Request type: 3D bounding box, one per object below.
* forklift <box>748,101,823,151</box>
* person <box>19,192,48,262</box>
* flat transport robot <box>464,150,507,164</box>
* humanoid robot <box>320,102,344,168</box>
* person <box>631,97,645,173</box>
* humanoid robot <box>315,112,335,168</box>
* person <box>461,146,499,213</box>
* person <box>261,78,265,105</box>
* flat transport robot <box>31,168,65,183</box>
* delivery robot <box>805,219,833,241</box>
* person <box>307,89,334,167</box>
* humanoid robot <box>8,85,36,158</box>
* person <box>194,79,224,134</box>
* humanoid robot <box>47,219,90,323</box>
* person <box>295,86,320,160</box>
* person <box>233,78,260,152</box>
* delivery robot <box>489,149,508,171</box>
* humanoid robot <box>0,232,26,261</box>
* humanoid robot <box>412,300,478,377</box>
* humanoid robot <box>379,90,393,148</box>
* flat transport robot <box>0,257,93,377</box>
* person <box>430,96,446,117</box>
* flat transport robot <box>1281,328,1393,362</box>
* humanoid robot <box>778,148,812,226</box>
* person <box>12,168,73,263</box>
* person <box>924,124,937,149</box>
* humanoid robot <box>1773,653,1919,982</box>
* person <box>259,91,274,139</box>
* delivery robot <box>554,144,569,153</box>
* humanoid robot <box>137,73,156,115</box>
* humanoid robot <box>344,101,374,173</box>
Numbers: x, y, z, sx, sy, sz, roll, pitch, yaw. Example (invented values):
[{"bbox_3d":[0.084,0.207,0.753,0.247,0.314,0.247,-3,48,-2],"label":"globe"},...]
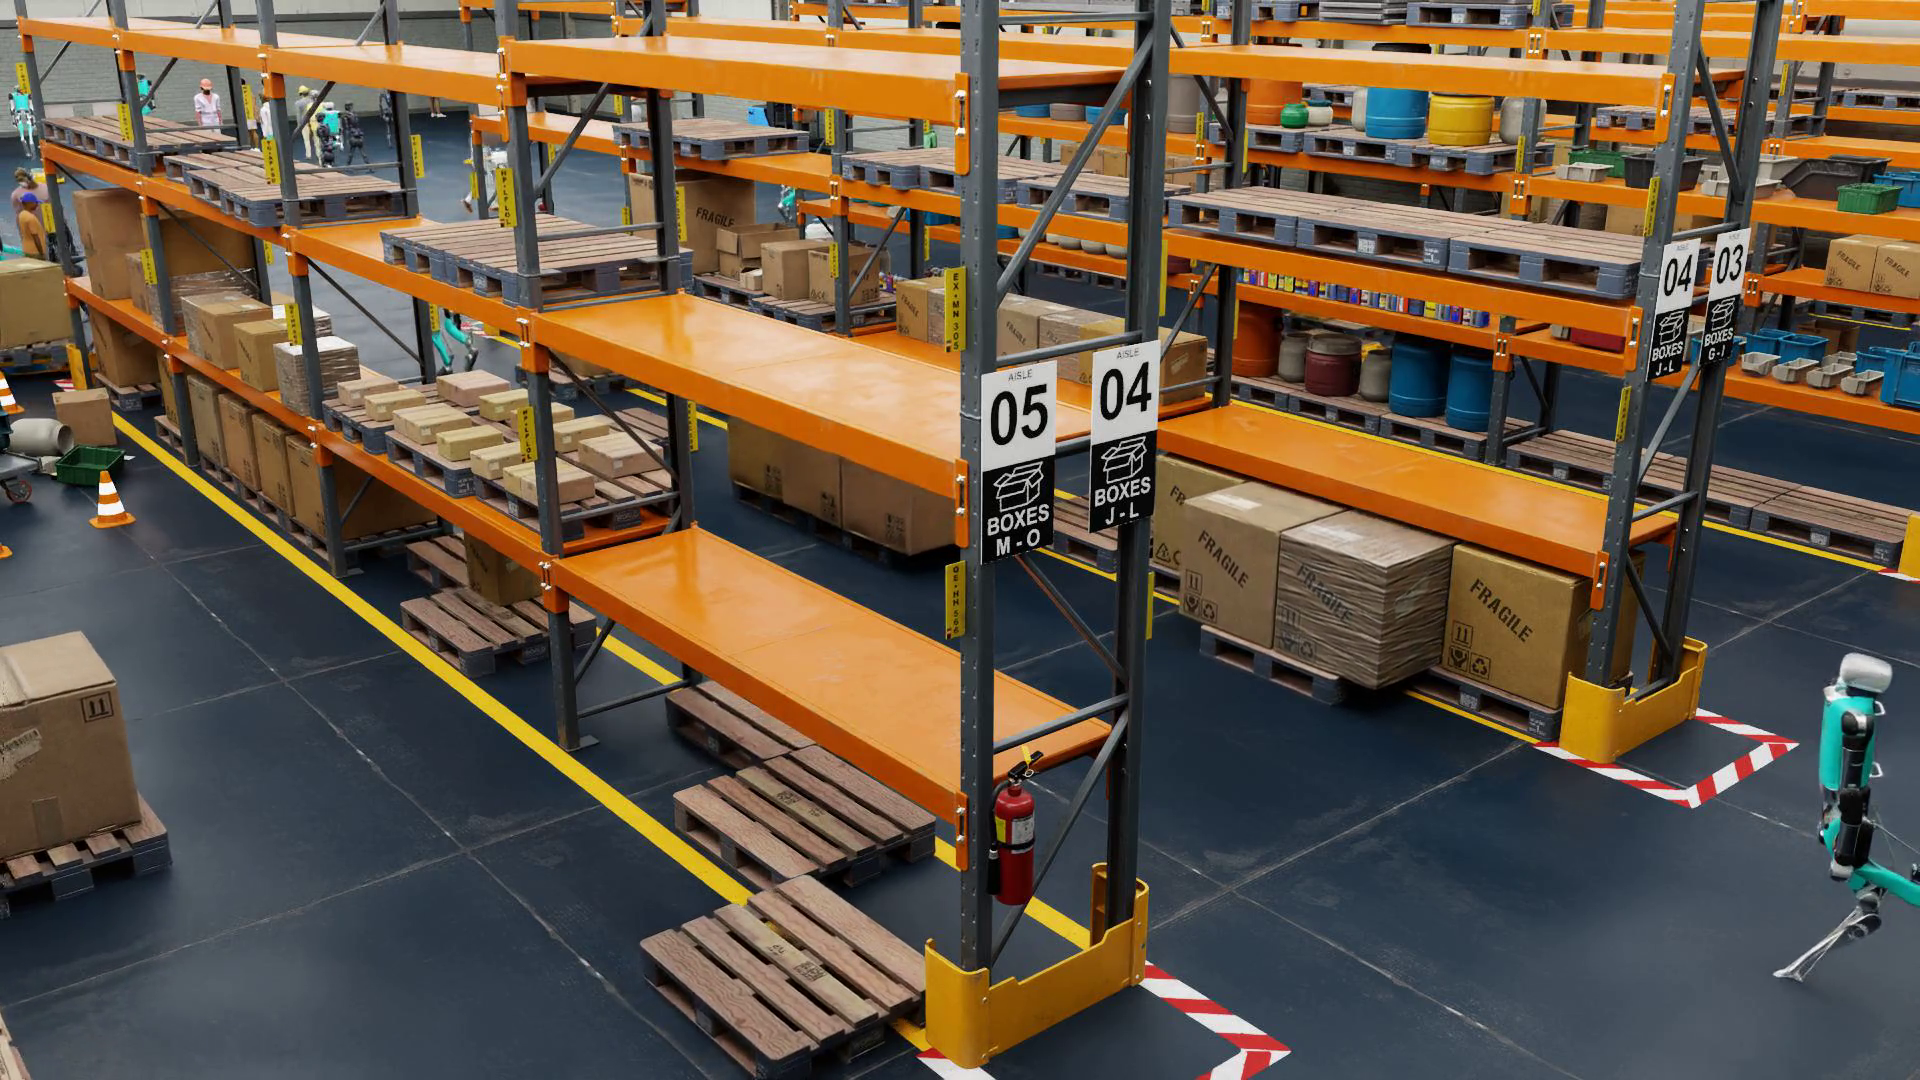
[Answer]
[{"bbox_3d":[-4.526,-11.368,42.374,1.129,2.768,1.873,-15,24,-37],"label":"forklift"},{"bbox_3d":[-12.741,-3.950,23.000,0.440,1.713,0.366,18,26,41],"label":"person"},{"bbox_3d":[-11.251,-9.260,40.290,0.659,0.231,1.431,11,22,28],"label":"flat transport robot"},{"bbox_3d":[-13.981,-8.771,36.755,1.004,1.778,0.530,18,26,41],"label":"humanoid robot"},{"bbox_3d":[-7.344,-9.132,37.477,0.375,1.894,0.579,6,20,16],"label":"person"},{"bbox_3d":[-13.526,-8.264,35.376,0.734,1.626,0.616,-2,19,-6],"label":"humanoid robot"},{"bbox_3d":[-9.281,-7.242,32.162,0.814,1.856,0.577,-9,21,-23],"label":"person"},{"bbox_3d":[-18.561,-11.571,44.709,0.320,1.697,0.531,-10,22,-27],"label":"person"},{"bbox_3d":[-20.329,-8.124,37.056,0.659,0.231,1.431,-10,22,-26],"label":"flat transport robot"},{"bbox_3d":[-2.434,-5.093,28.018,0.808,0.607,0.499,-16,25,-38],"label":"delivery robot"},{"bbox_3d":[-14.706,-9.432,38.359,0.562,1.872,0.522,-3,20,-8],"label":"person"},{"bbox_3d":[-22.939,-10.175,40.820,0.547,1.895,0.746,-11,22,-29],"label":"humanoid robot"},{"bbox_3d":[-17.761,-9.896,39.448,0.405,2.031,0.607,16,25,39],"label":"person"},{"bbox_3d":[-12.068,-3.704,22.392,0.590,1.631,0.719,11,22,28],"label":"humanoid robot"},{"bbox_3d":[-15.976,-10.203,40.716,0.310,1.768,0.522,18,26,41],"label":"person"},{"bbox_3d":[-18.083,-10.764,42.200,0.799,1.841,0.416,8,21,21],"label":"person"},{"bbox_3d":[-10.617,-8.682,38.225,0.499,0.601,0.783,7,21,20],"label":"delivery robot"},{"bbox_3d":[-13.662,-4.295,24.040,1.039,1.780,0.535,-11,22,-28],"label":"humanoid robot"},{"bbox_3d":[-5.744,-2.405,18.613,1.055,1.740,0.540,18,26,41],"label":"humanoid robot"},{"bbox_3d":[-14.830,-11.076,43.328,0.608,1.656,0.329,-2,19,-6],"label":"humanoid robot"},{"bbox_3d":[-11.187,-2.109,19.940,1.431,0.231,0.659,-10,22,-25],"label":"flat transport robot"},{"bbox_3d":[-16.316,-14.075,51.567,0.496,1.879,0.401,12,23,30],"label":"person"},{"bbox_3d":[4.671,-2.398,20.760,0.659,0.231,1.431,-13,23,-33],"label":"flat transport robot"},{"bbox_3d":[-3.003,-6.246,29.501,0.983,1.733,0.536,-15,25,-37],"label":"humanoid robot"},{"bbox_3d":[-13.422,-4.515,24.388,0.696,1.871,0.668,-10,22,-25],"label":"person"},{"bbox_3d":[-0.624,-7.533,33.177,0.476,1.733,0.316,15,25,37],"label":"person"},{"bbox_3d":[4.428,1.413,7.773,1.003,1.779,0.532,6,20,18],"label":"humanoid robot"},{"bbox_3d":[-15.493,-9.109,37.381,0.383,1.916,0.489,3,20,10],"label":"person"},{"bbox_3d":[-10.267,-10.098,42.220,0.499,0.579,0.753,-12,23,-31],"label":"delivery robot"},{"bbox_3d":[-22.362,-11.852,45.485,0.557,1.741,1.037,4,20,11],"label":"humanoid robot"},{"bbox_3d":[-13.918,-9.241,38.162,0.762,1.619,0.589,3,20,9],"label":"humanoid robot"}]
